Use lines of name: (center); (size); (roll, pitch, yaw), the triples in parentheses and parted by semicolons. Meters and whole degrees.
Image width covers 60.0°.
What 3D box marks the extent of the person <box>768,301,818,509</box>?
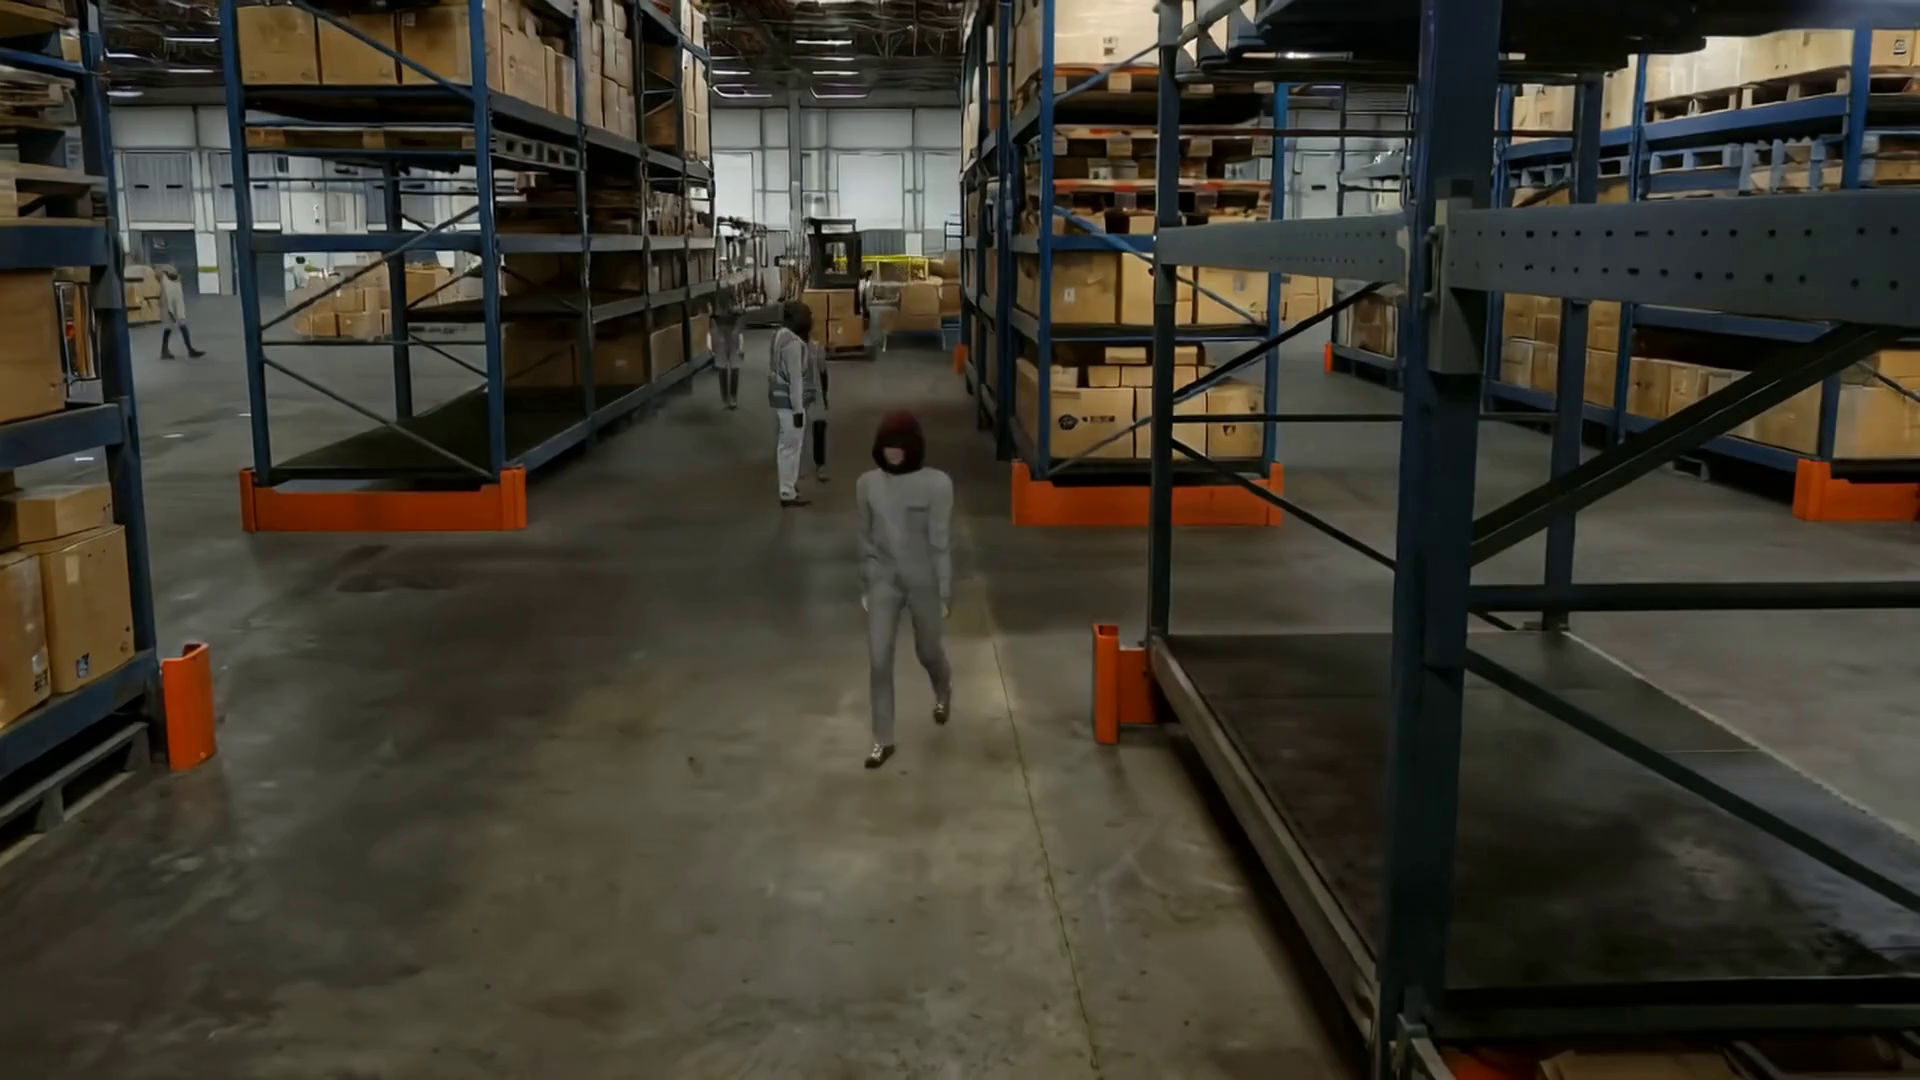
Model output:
person: (-1.469, -1.186, 14.669); (0.430, 1.834, 0.633); (-2, 10, -13)

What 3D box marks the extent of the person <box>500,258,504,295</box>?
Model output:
person: (-13.494, -7.317, 48.514); (0.375, 1.936, 0.628); (2, 10, 12)

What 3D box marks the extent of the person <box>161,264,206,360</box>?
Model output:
person: (-15.533, -4.523, 33.056); (0.948, 1.891, 0.569); (0, 10, -1)

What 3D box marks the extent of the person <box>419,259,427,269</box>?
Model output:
person: (-20.271, -9.759, 62.783); (0.322, 1.697, 0.530); (1, 10, 3)

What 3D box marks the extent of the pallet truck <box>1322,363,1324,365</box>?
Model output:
pallet truck: (7.712, -4.157, 30.737); (1.885, 1.965, 0.823); (3, 11, 16)

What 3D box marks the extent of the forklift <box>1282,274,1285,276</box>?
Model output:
forklift: (12.240, -10.302, 62.509); (1.129, 2.768, 1.873); (0, 10, -2)

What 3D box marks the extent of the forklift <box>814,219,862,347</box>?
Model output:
forklift: (-2.668, -5.520, 35.874); (1.129, 2.768, 1.873); (0, 10, -2)

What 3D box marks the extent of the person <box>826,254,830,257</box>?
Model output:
person: (-5.042, -9.722, 62.094); (1.032, 1.882, 0.566); (-4, 11, -22)

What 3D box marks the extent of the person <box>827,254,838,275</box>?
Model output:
person: (-4.211, -8.446, 54.840); (0.383, 1.924, 0.589); (7, 13, 36)

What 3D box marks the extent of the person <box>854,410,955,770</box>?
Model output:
person: (-0.229, 0.191, 7.618); (0.494, 1.608, 0.702); (3, 11, 15)

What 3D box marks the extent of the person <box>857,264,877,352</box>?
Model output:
person: (-1.977, -4.909, 35.304); (0.412, 1.860, 0.544); (-1, 10, -6)

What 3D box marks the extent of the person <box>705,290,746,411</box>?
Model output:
person: (-3.255, -2.617, 23.027); (0.553, 1.669, 0.693); (0, 10, -2)

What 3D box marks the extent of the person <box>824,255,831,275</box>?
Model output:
person: (-3.724, -6.912, 46.172); (0.367, 1.966, 0.606); (-5, 11, -28)

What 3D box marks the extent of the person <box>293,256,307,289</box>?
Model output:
person: (-23.227, -9.060, 58.514); (0.540, 1.831, 0.648); (-1, 10, -5)

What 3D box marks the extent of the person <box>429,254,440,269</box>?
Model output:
person: (-17.023, -8.318, 54.128); (0.431, 1.934, 0.644); (-7, 12, -33)

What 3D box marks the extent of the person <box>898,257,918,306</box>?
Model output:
person: (-1.704, -8.882, 57.588); (0.897, 1.818, 0.502); (3, 10, 14)

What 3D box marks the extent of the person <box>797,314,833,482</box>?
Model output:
person: (-1.491, -1.377, 16.160); (0.568, 1.666, 0.759); (-5, 11, -25)
